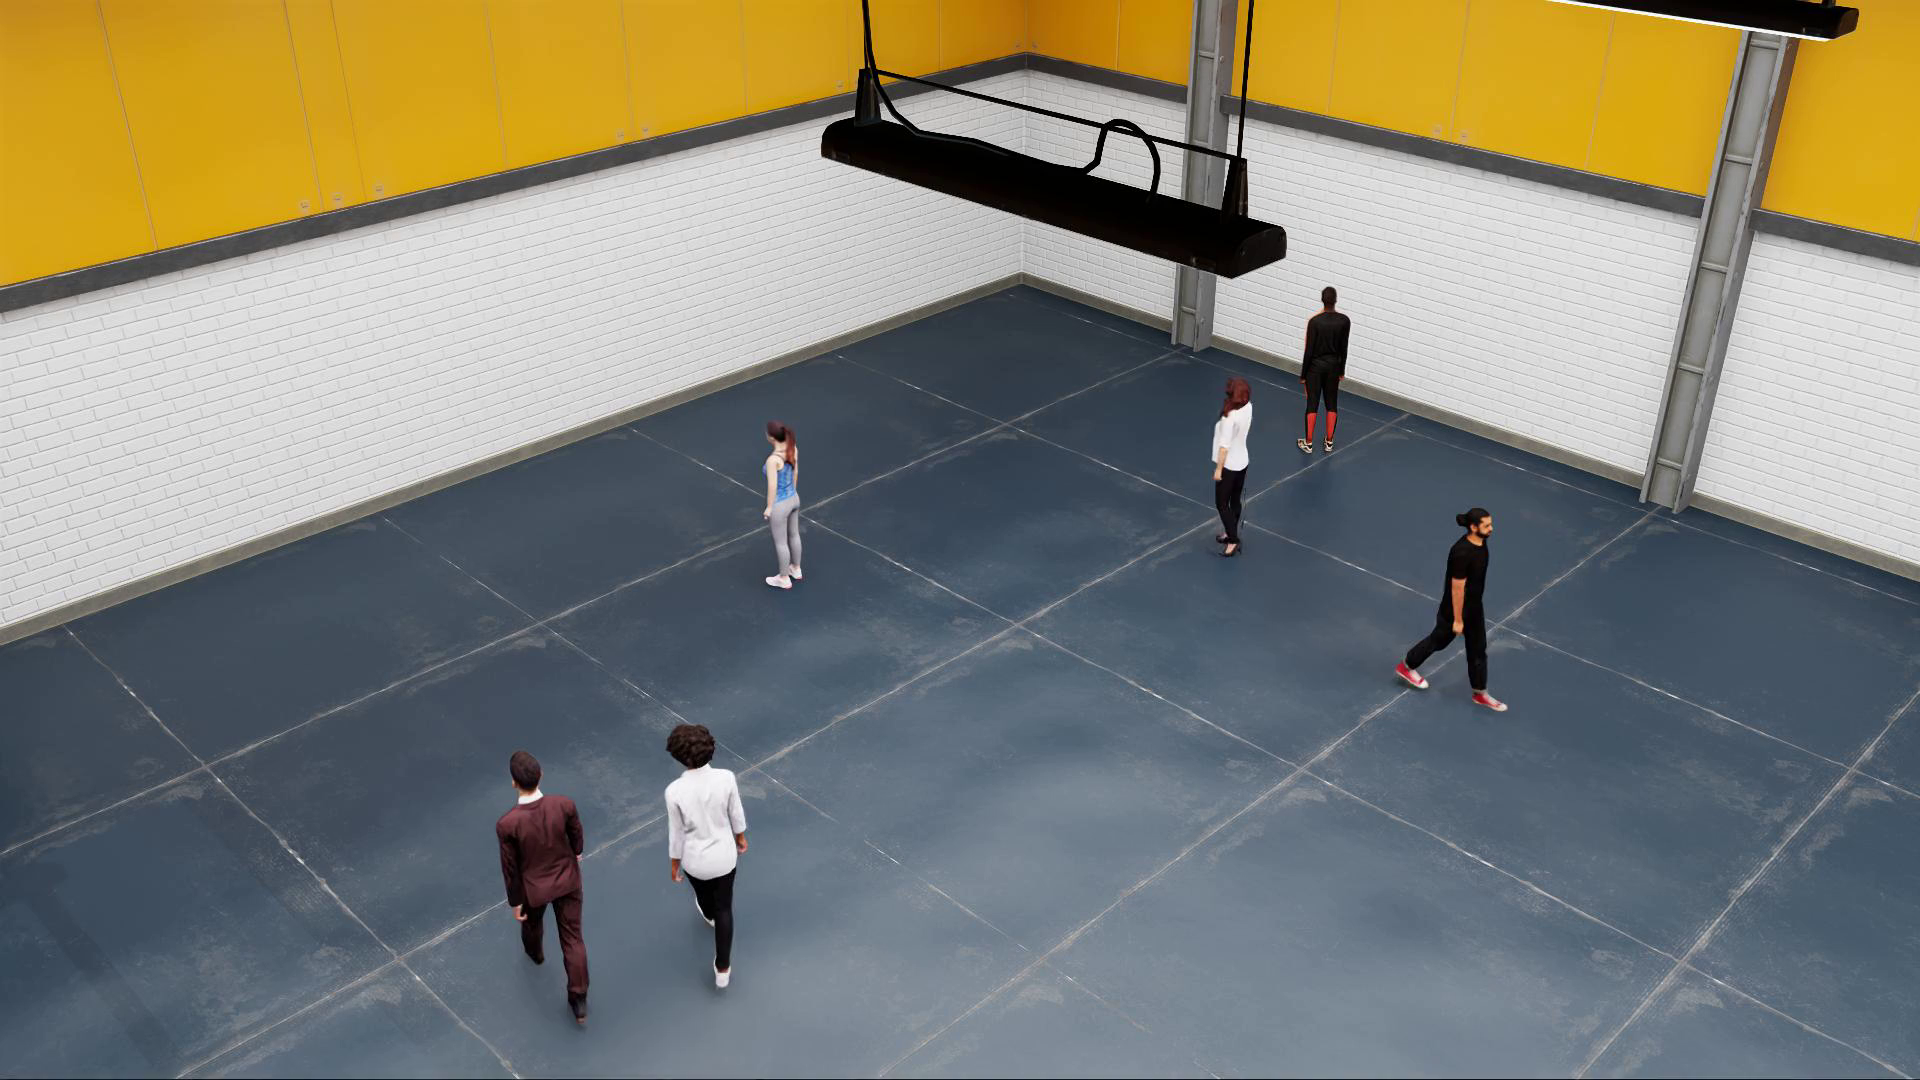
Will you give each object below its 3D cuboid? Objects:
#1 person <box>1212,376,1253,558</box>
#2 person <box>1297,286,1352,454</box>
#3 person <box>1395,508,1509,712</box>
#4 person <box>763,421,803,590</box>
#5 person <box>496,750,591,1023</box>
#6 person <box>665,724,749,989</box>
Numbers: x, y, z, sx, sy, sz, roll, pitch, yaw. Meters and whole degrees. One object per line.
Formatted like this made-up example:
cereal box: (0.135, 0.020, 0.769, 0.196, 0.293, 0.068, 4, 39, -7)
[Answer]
person: (2.540, -0.687, 15.419, 0.658, 1.794, 0.656, 22, 35, 34)
person: (3.809, -1.791, 17.430, 0.707, 1.807, 0.742, -3, 29, -5)
person: (3.916, 0.525, 13.280, 1.186, 1.715, 0.708, 21, 35, 33)
person: (-1.593, -0.333, 14.961, 0.616, 1.610, 0.615, 16, 32, 27)
person: (-2.486, 2.150, 10.194, 0.962, 1.817, 1.268, -13, 31, -22)
person: (-1.567, 2.026, 10.487, 0.984, 1.755, 1.205, -9, 30, -16)
